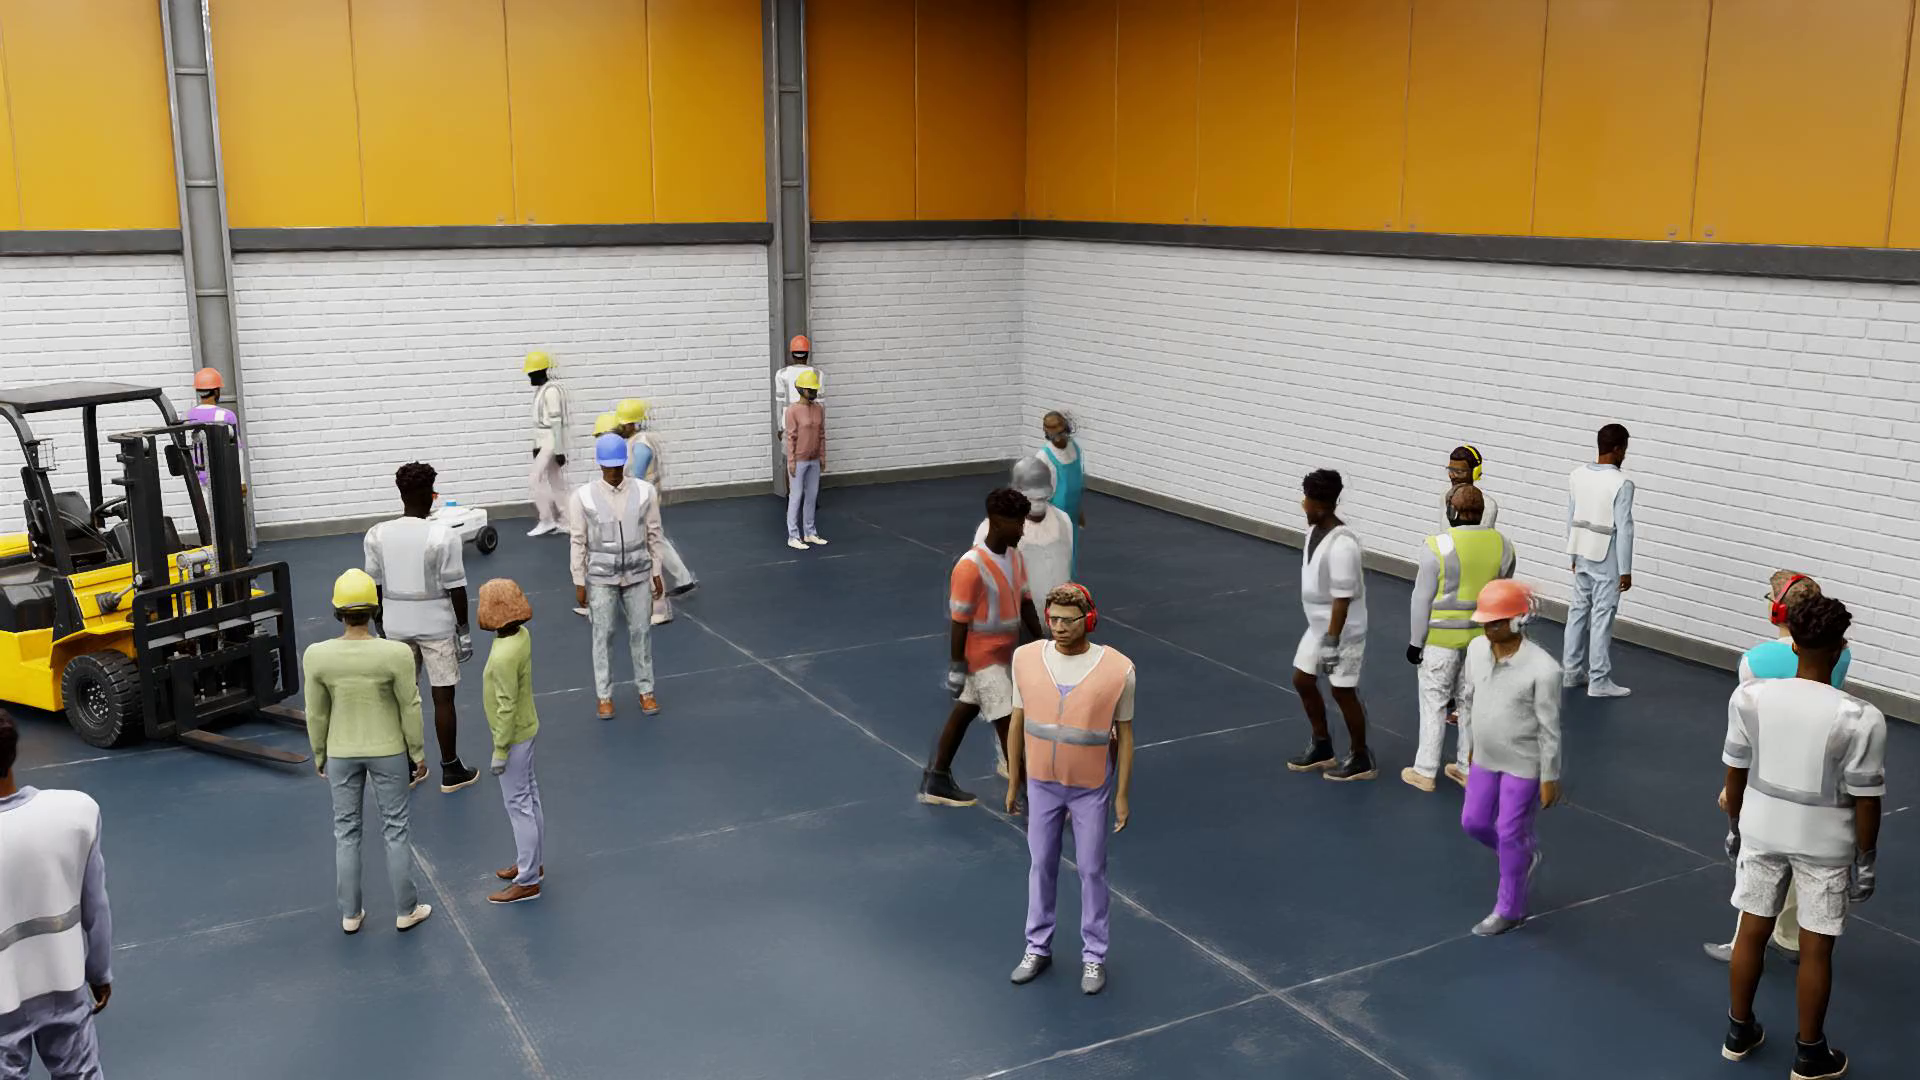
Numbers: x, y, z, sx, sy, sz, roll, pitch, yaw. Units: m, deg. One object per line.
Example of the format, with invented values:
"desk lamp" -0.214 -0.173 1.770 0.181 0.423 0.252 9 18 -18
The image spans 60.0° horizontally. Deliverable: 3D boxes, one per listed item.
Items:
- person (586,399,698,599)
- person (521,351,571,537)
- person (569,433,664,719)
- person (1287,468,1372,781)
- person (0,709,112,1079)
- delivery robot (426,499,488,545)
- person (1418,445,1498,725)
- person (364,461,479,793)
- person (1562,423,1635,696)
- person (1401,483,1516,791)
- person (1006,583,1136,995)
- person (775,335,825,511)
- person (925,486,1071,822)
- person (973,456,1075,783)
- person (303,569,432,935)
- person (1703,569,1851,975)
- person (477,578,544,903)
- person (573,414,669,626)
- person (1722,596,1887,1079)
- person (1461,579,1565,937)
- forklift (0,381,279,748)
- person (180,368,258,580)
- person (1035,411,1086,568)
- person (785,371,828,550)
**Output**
"person" -2.708 -0.332 14.177 0.905 1.784 0.585 -5 13 -22
"person" -4.231 -0.963 16.801 0.631 1.893 0.618 -5 13 -22
"person" -2.281 0.240 11.098 0.615 1.936 0.425 -5 13 -23
"person" 2.229 0.513 9.823 0.595 1.920 0.623 -2 12 -10
"person" -3.037 1.469 5.396 0.399 1.911 0.591 10 16 40
"delivery robot" -4.858 -0.144 15.919 0.477 0.478 0.707 5 13 22
"person" 3.310 0.293 11.040 0.333 1.855 0.509 -6 13 -26
"person" -3.150 0.511 9.746 0.613 1.962 0.365 2 12 9
"person" 4.460 0.137 11.617 0.392 1.915 0.590 -5 13 -20
"person" 2.918 0.576 9.774 0.635 1.830 0.429 -4 13 -18
"person" 0.485 1.079 7.359 0.571 1.845 0.382 4 13 18
"person" -1.740 -1.272 18.204 0.539 1.929 0.392 -1 12 -6
"person" 0.239 0.641 9.264 1.030 1.895 0.636 5 13 23
"person" 0.459 0.483 9.699 0.706 2.000 0.804 -6 14 -28
"person" -2.805 1.005 7.888 0.533 1.772 0.296 -1 12 -4
"person" 3.694 1.052 7.482 0.565 1.850 0.390 -5 13 -21
"person" -2.240 0.989 8.286 0.285 1.633 0.498 -1 12 -6
"person" -2.783 -0.159 13.471 0.862 1.703 0.597 -1 12 -3
"person" 3.329 1.181 6.598 0.367 1.966 0.605 -11 16 -41
"person" 2.623 1.016 7.914 0.534 1.732 0.590 -7 14 -28
"forklift" -5.853 0.085 11.199 2.313 2.155 1.214 7 14 28
"person" -6.638 -0.569 14.866 0.545 1.942 0.349 2 12 7
"person" 0.826 -0.154 13.262 0.341 1.807 0.651 11 16 41
"person" -1.500 -0.787 16.323 0.336 1.757 0.518 10 15 39
